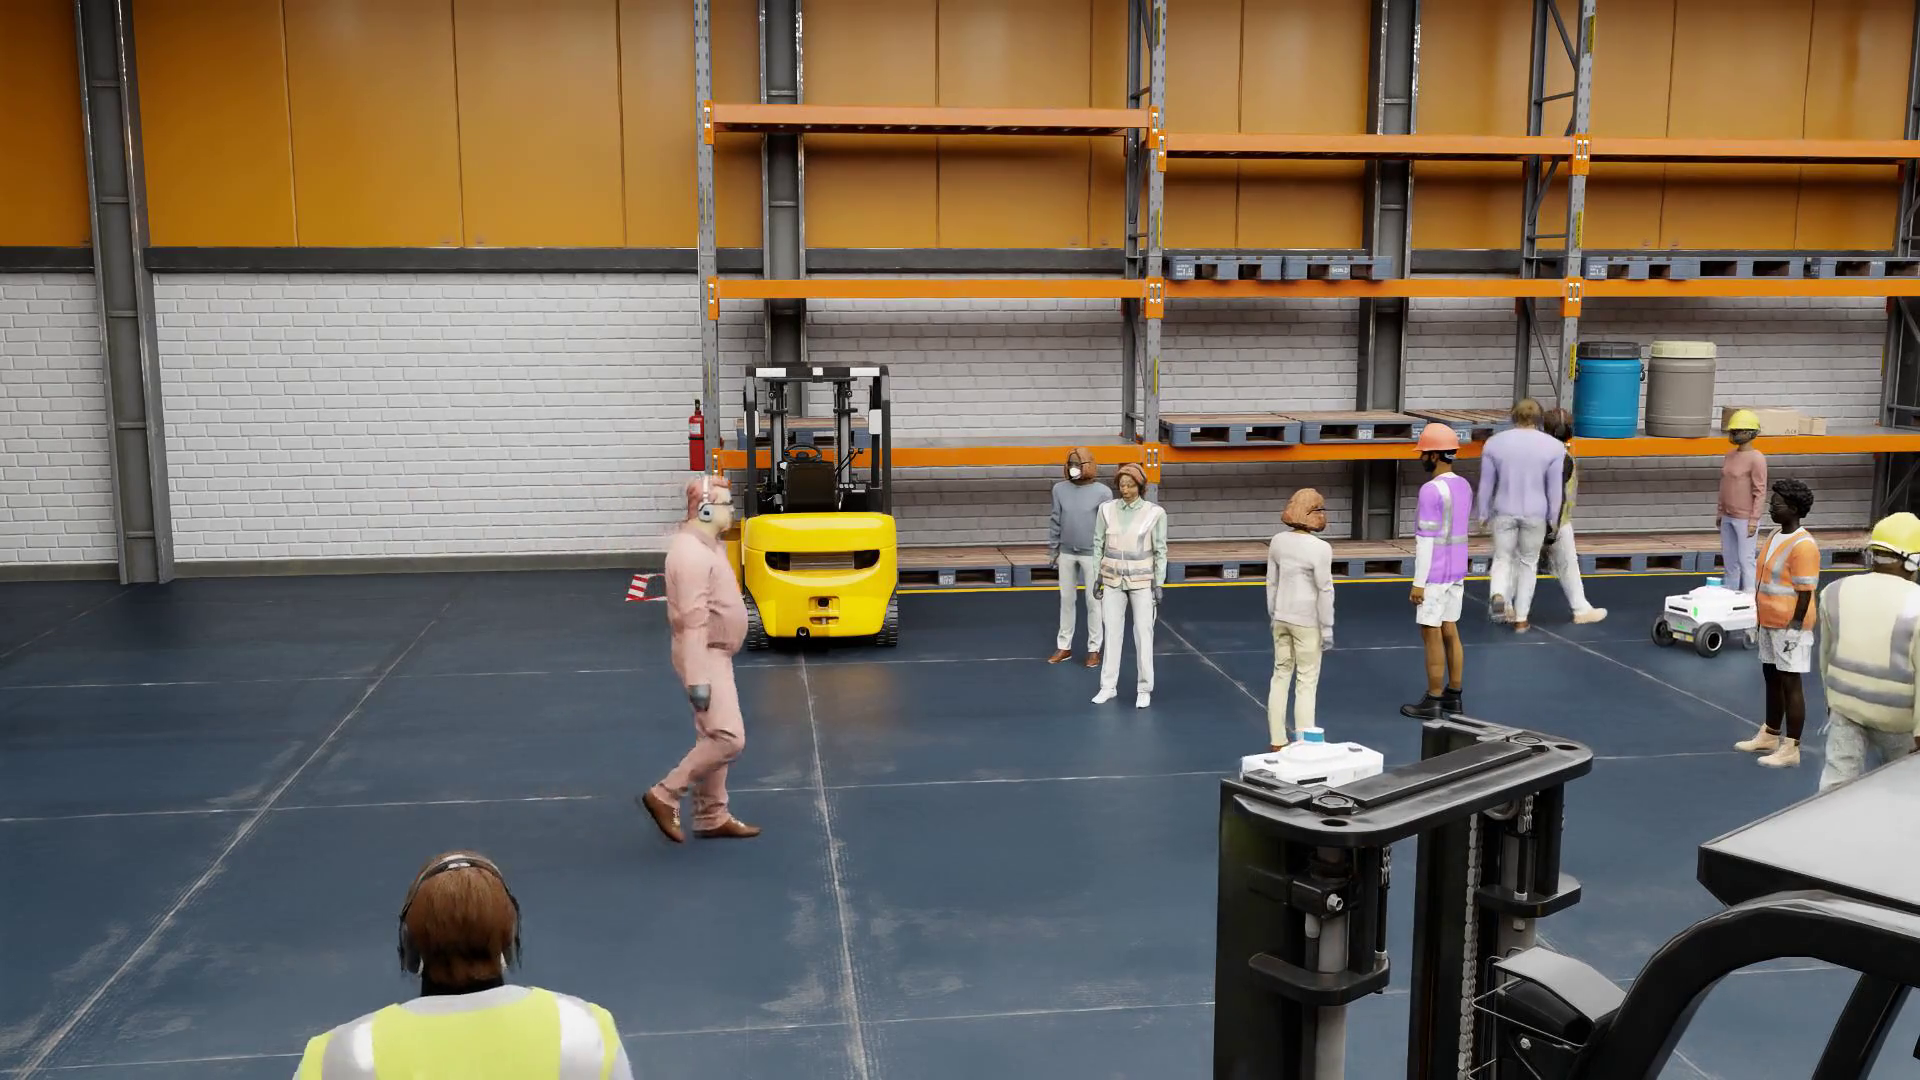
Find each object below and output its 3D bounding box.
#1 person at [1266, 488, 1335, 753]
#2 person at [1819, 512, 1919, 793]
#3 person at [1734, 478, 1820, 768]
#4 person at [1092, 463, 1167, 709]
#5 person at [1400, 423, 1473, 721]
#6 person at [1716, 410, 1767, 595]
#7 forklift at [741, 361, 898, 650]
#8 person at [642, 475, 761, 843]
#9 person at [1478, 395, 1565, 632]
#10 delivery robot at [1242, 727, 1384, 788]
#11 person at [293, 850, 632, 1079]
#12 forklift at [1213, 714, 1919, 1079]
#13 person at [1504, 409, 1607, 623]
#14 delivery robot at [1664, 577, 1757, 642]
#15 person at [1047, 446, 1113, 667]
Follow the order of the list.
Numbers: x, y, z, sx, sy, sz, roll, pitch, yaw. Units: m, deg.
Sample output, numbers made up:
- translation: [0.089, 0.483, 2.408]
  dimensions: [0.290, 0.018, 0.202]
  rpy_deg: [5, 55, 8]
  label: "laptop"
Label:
- translation: [2.013, 0.506, 9.825]
  dimensions: [0.286, 1.634, 0.500]
  rpy_deg: [-5, 11, -31]
  label: "person"
- translation: [4.332, 0.759, 7.741]
  dimensions: [0.890, 1.788, 0.626]
  rpy_deg: [-6, 11, -31]
  label: "person"
- translation: [4.830, 0.484, 9.771]
  dimensions: [0.318, 1.697, 0.535]
  rpy_deg: [1, 9, 3]
  label: "person"
- translation: [1.127, 0.301, 11.096]
  dimensions: [0.514, 1.639, 0.310]
  rpy_deg: [4, 10, 25]
  label: "person"
- translation: [3.088, 0.208, 10.800]
  dimensions: [0.394, 1.930, 0.539]
  rpy_deg: [8, 12, 40]
  label: "person"
- translation: [6.425, -0.188, 13.752]
  dimensions: [0.311, 1.768, 0.533]
  rpy_deg: [-1, 9, -7]
  label: "person"
- translation: [-1.154, -0.340, 13.365]
  dimensions: [1.214, 2.155, 2.313]
  rpy_deg: [-1, 9, -7]
  label: "forklift"
- translation: [-1.291, 0.614, 8.342]
  dimensions: [0.482, 1.891, 0.669]
  rpy_deg: [-1, 9, -3]
  label: "person"
- translation: [4.450, -0.185, 13.264]
  dimensions: [0.640, 1.923, 0.606]
  rpy_deg: [4, 10, 25]
  label: "person"
- translation: [1.808, 1.205, 8.532]
  dimensions: [0.707, 0.478, 0.477]
  rpy_deg: [-4, 10, -24]
  label: "delivery robot"
- translation: [-0.991, 1.475, 3.273]
  dimensions: [0.640, 1.790, 0.956]
  rpy_deg: [-4, 10, -25]
  label: "person"
- translation: [1.441, 1.425, 2.350]
  dimensions: [1.214, 2.155, 2.313]
  rpy_deg: [-7, 12, -39]
  label: "forklift"
- translation: [4.848, -0.183, 13.687]
  dimensions: [0.964, 1.794, 0.626]
  rpy_deg: [-2, 9, -11]
  label: "person"
- translation: [5.759, 0.530, 12.742]
  dimensions: [0.707, 0.478, 0.477]
  rpy_deg: [-4, 10, -24]
  label: "delivery robot"
- translation: [0.888, 0.118, 12.246]
  dimensions: [0.501, 1.633, 0.284]
  rpy_deg: [5, 10, 28]
  label: "person"
